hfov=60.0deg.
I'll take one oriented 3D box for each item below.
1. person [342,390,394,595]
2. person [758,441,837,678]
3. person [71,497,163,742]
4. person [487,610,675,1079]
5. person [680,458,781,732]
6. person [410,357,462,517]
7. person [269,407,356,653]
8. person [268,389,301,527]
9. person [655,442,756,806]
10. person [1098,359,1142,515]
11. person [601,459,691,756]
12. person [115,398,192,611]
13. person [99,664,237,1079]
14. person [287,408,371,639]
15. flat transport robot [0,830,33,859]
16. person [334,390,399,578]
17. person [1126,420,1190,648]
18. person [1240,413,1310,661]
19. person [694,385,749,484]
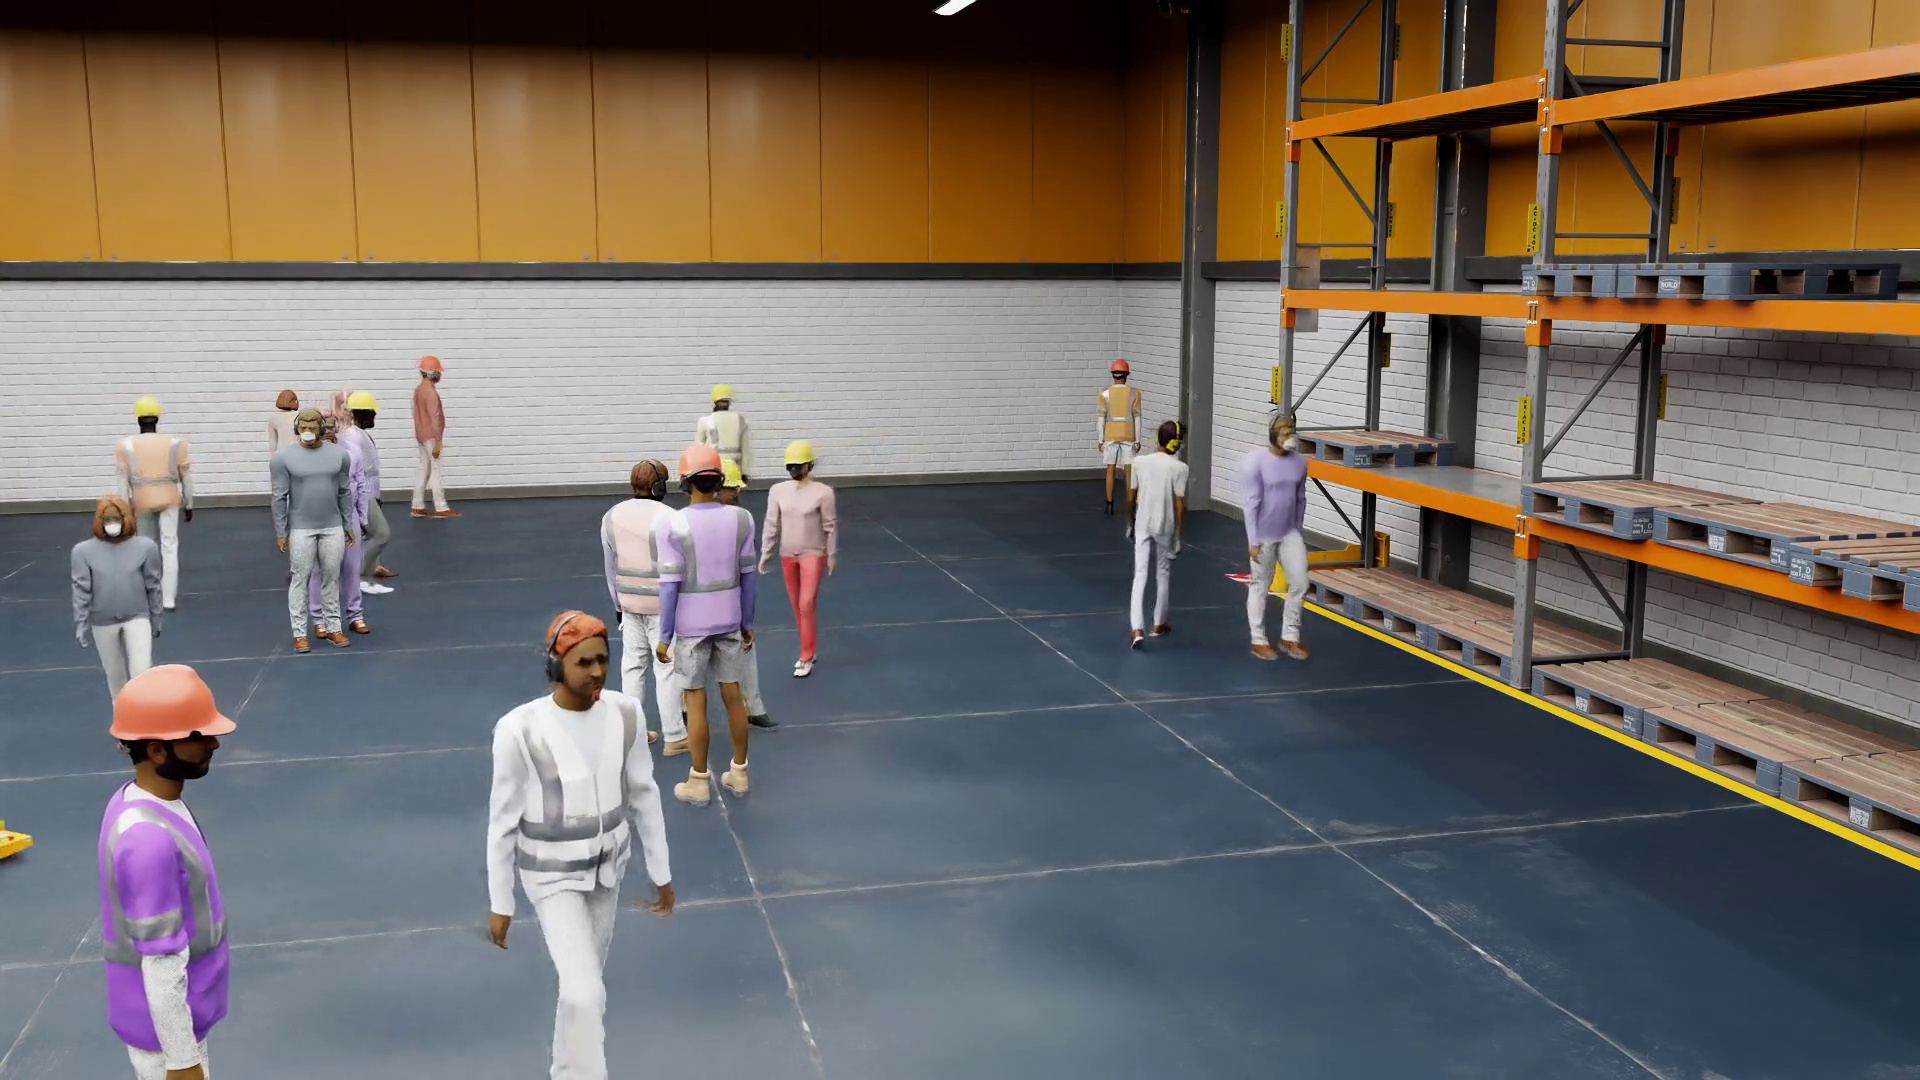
[{"bbox_3d":[-5.463,-0.425,15.351,0.410,1.914,0.616,-3,9,-16],"label":"person"},{"bbox_3d":[-1.219,0.142,12.367,0.530,1.741,0.715,3,10,21],"label":"person"},{"bbox_3d":[-5.217,0.539,10.323,0.499,1.597,0.816,-4,10,-22],"label":"person"},{"bbox_3d":[-1.201,1.170,5.564,0.745,1.859,0.613,8,12,39],"label":"person"},{"bbox_3d":[-1.564,0.366,10.789,0.662,1.807,0.611,5,10,27],"label":"person"},{"bbox_3d":[-6.480,-1.237,20.340,0.640,1.988,0.631,-6,11,-35],"label":"person"},{"bbox_3d":[-5.115,-0.087,13.185,0.635,1.935,0.350,-8,12,-40],"label":"person"},{"bbox_3d":[-7.835,-0.945,19.485,0.498,1.634,0.278,2,9,13],"label":"person"},{"bbox_3d":[-1.444,0.469,9.386,0.613,2.041,0.393,-7,11,-36],"label":"person"},{"bbox_3d":[1.974,-1.268,20.590,0.542,1.927,0.374,1,9,7],"label":"person"},{"bbox_3d":[-1.902,0.416,10.345,0.620,1.845,0.430,5,10,27],"label":"person"},{"bbox_3d":[-7.220,-0.336,14.921,0.613,1.872,0.972,-5,10,-30],"label":"person"},{"bbox_3d":[-2.141,1.291,4.586,0.370,1.935,0.552,-5,10,-27],"label":"person"},{"bbox_3d":[-5.169,-0.138,13.652,0.655,1.894,0.401,-7,12,-39],"label":"person"},{"bbox_3d":[-5.362,1.569,8.035,0.652,0.197,1.431,4,10,25],"label":"flat transport robot"},{"bbox_3d":[-5.980,-0.510,16.047,0.886,1.877,0.633,-2,9,-15],"label":"person"},{"bbox_3d":[1.560,-0.056,13.397,0.552,1.817,0.941,3,9,16],"label":"person"},{"bbox_3d":[2.440,-0.005,12.720,0.640,1.918,0.615,-4,10,-24],"label":"person"},{"bbox_3d":[-2.611,-0.784,18.018,0.599,1.782,0.928,-7,11,-36],"label":"person"}]
